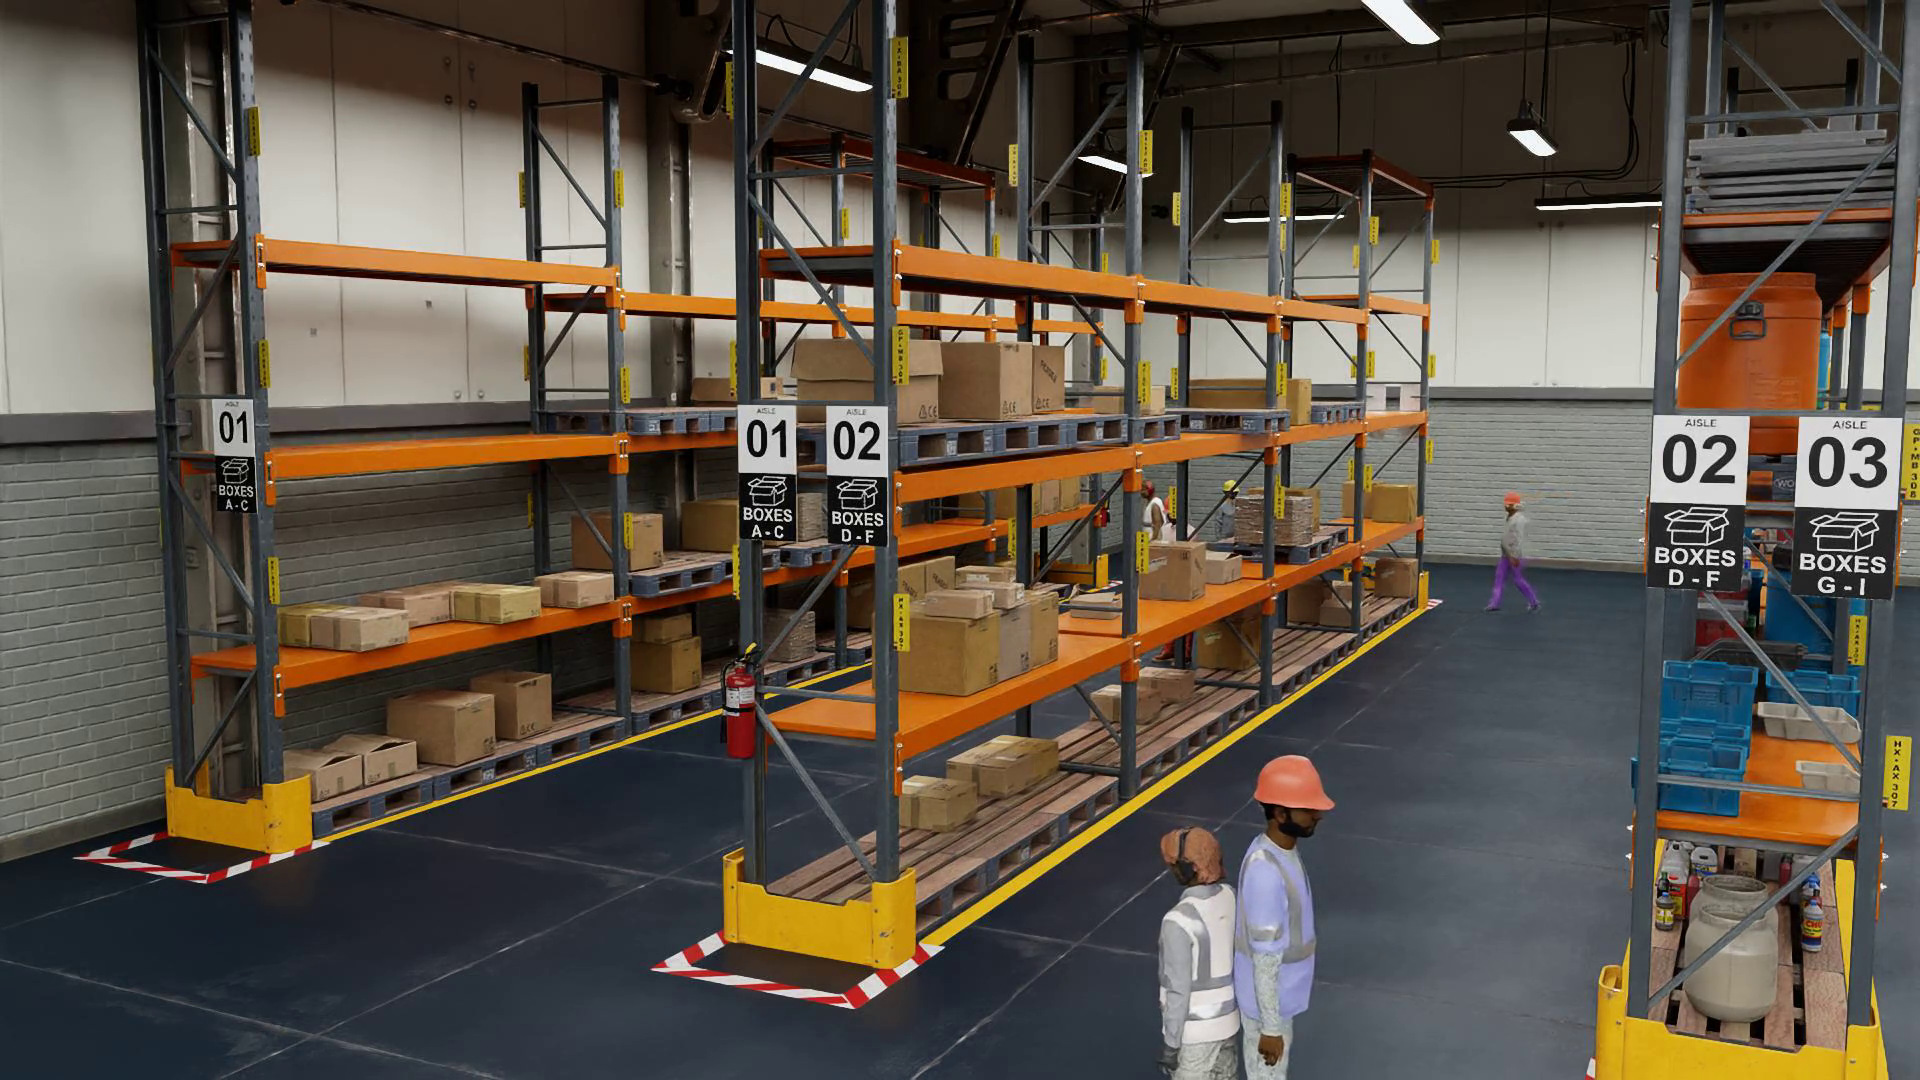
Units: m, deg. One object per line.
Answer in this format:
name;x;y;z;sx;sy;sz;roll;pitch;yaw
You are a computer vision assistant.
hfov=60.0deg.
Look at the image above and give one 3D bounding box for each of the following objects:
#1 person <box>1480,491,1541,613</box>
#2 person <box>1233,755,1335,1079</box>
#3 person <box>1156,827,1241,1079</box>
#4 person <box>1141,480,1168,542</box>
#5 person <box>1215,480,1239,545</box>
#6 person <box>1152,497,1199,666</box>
person;7.758;0.174;23.332;0.781;1.725;0.579;-1;6;-6
person;1.263;1.794;6.534;0.378;1.936;0.548;2;6;16
person;0.945;1.938;6.574;0.315;1.640;0.515;4;7;36
person;2.828;0.029;24.249;0.456;1.823;0.598;0;6;0
person;4.048;-0.017;24.981;0.523;1.769;0.313;-4;7;-33
person;2.497;0.465;19.236;0.392;1.986;0.610;-4;7;-33
